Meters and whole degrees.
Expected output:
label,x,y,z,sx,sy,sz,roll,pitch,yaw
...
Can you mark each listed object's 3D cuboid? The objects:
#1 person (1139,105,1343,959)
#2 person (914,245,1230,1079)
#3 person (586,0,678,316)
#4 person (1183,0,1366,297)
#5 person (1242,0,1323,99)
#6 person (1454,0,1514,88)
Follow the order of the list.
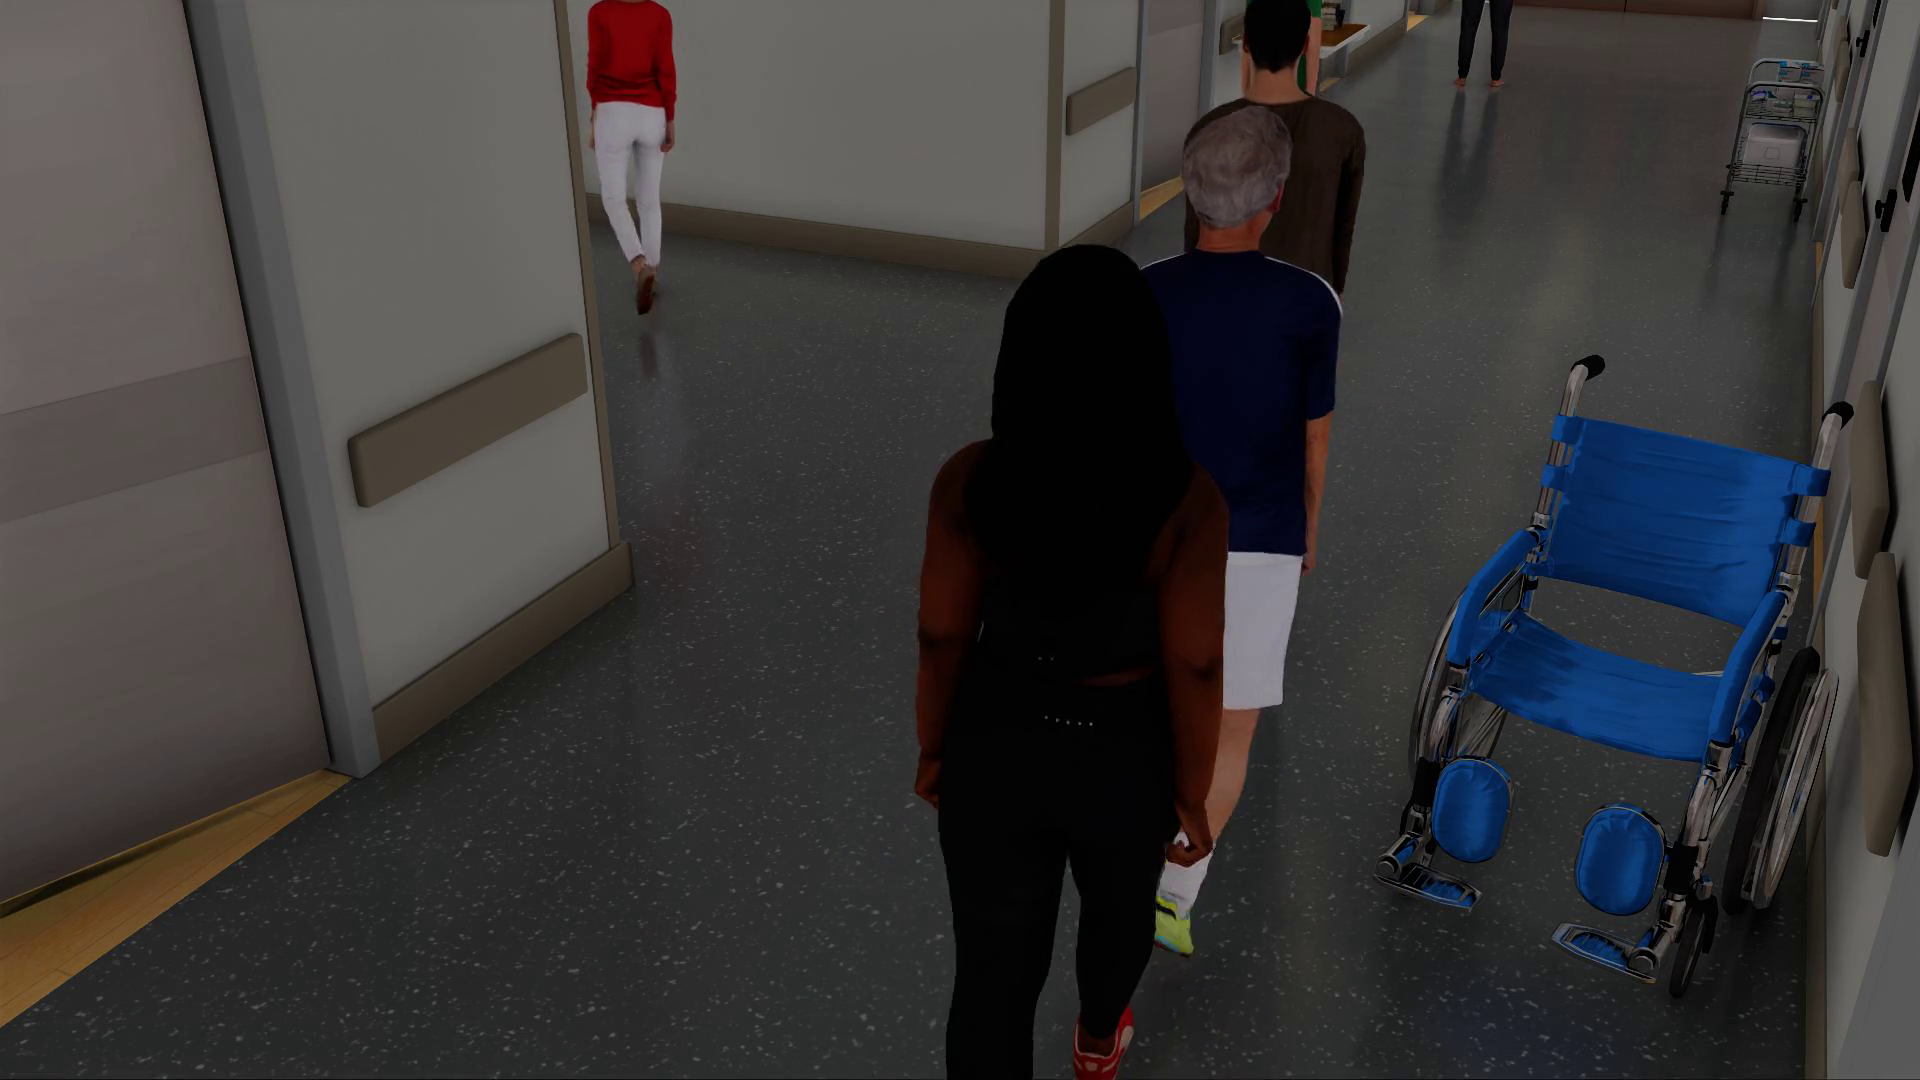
label,x,y,z,sx,sy,sz,roll,pitch,yaw
person,0.532,0.046,3.537,0.605,1.796,1.161,11,28,22
person,0.153,0.442,2.738,0.871,1.777,1.247,5,26,9
person,-1.508,-1.871,7.650,0.976,1.676,1.017,-9,27,-18
person,0.875,-0.568,4.743,0.873,1.854,1.094,3,26,7
person,1.692,-2.321,8.651,0.584,1.617,1.036,11,28,22
person,4.101,-4.408,12.855,0.643,1.726,0.561,7,27,15
